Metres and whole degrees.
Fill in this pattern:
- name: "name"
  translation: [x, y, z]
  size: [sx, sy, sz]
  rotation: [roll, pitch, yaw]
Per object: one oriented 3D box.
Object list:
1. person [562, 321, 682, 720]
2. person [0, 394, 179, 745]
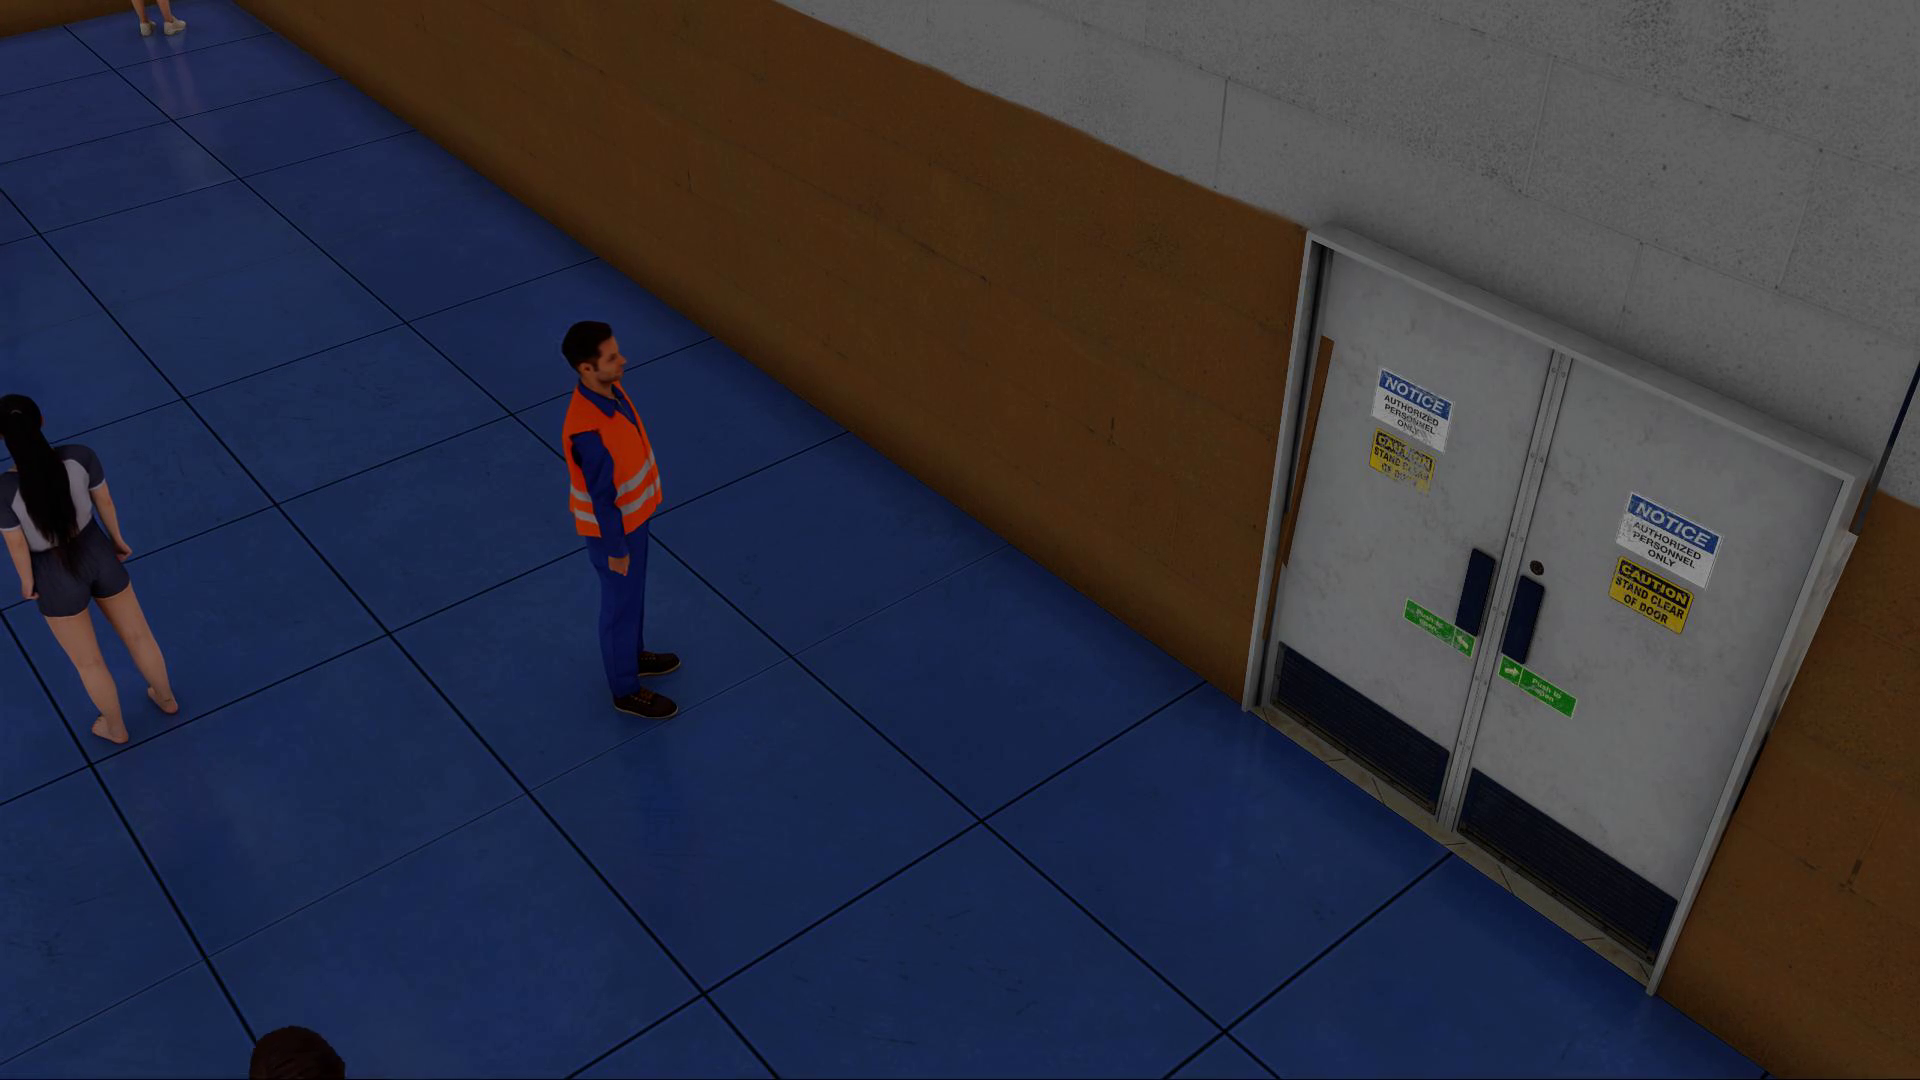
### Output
- name: "person"
  translation: [-1.410, -0.085, 6.834]
  size: [0.816, 1.864, 0.794]
  rotation: [-3, 37, -3]
- name: "person"
  translation: [-3.566, 0.127, 6.730]
  size: [0.698, 1.650, 0.528]
  rotation: [25, 43, 29]
